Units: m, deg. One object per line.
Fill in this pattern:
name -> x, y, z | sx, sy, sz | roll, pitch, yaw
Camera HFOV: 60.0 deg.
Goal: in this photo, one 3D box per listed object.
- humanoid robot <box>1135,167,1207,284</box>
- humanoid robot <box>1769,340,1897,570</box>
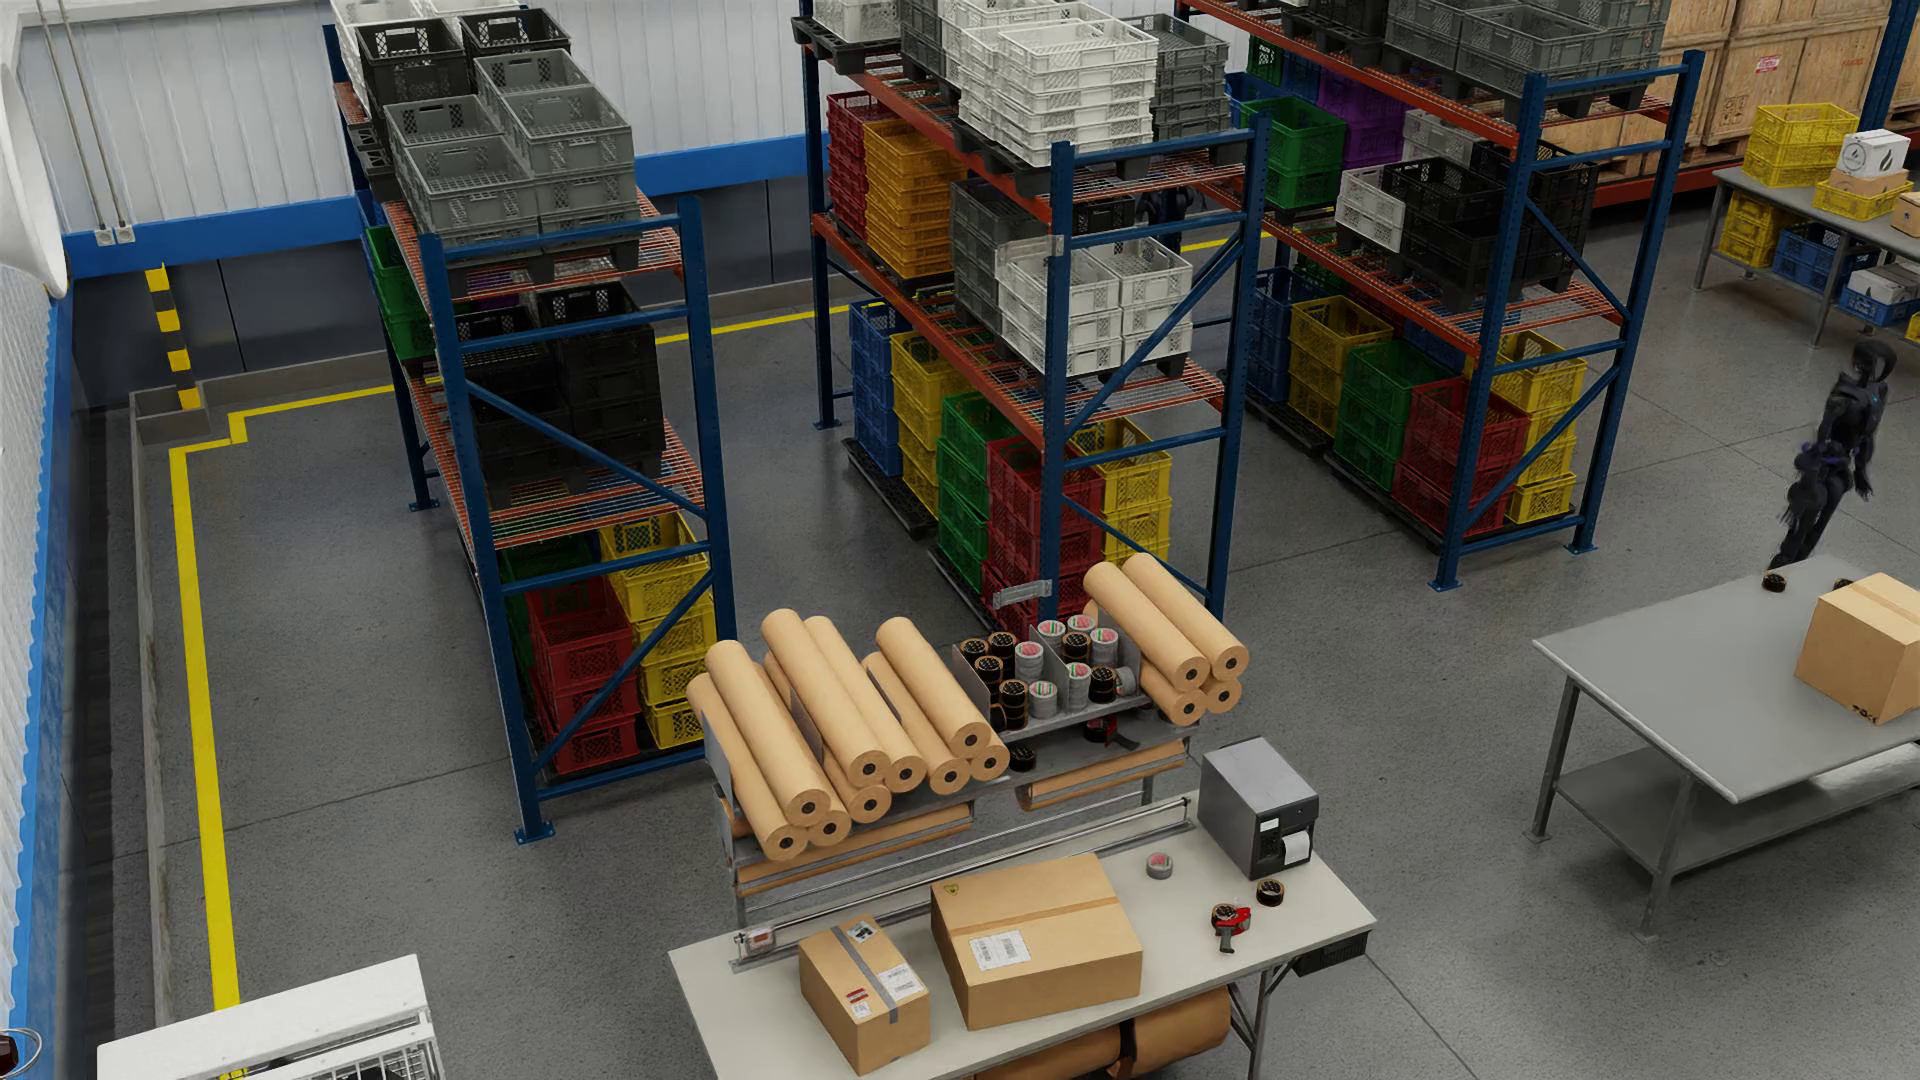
humanoid robot -> 1.657, -2.752, 13.083 | 0.611, 1.657, 0.320 | -13, 34, -20
humanoid robot -> 4.785, -0.338, 9.191 | 0.640, 1.647, 0.360 | -20, 37, -29
